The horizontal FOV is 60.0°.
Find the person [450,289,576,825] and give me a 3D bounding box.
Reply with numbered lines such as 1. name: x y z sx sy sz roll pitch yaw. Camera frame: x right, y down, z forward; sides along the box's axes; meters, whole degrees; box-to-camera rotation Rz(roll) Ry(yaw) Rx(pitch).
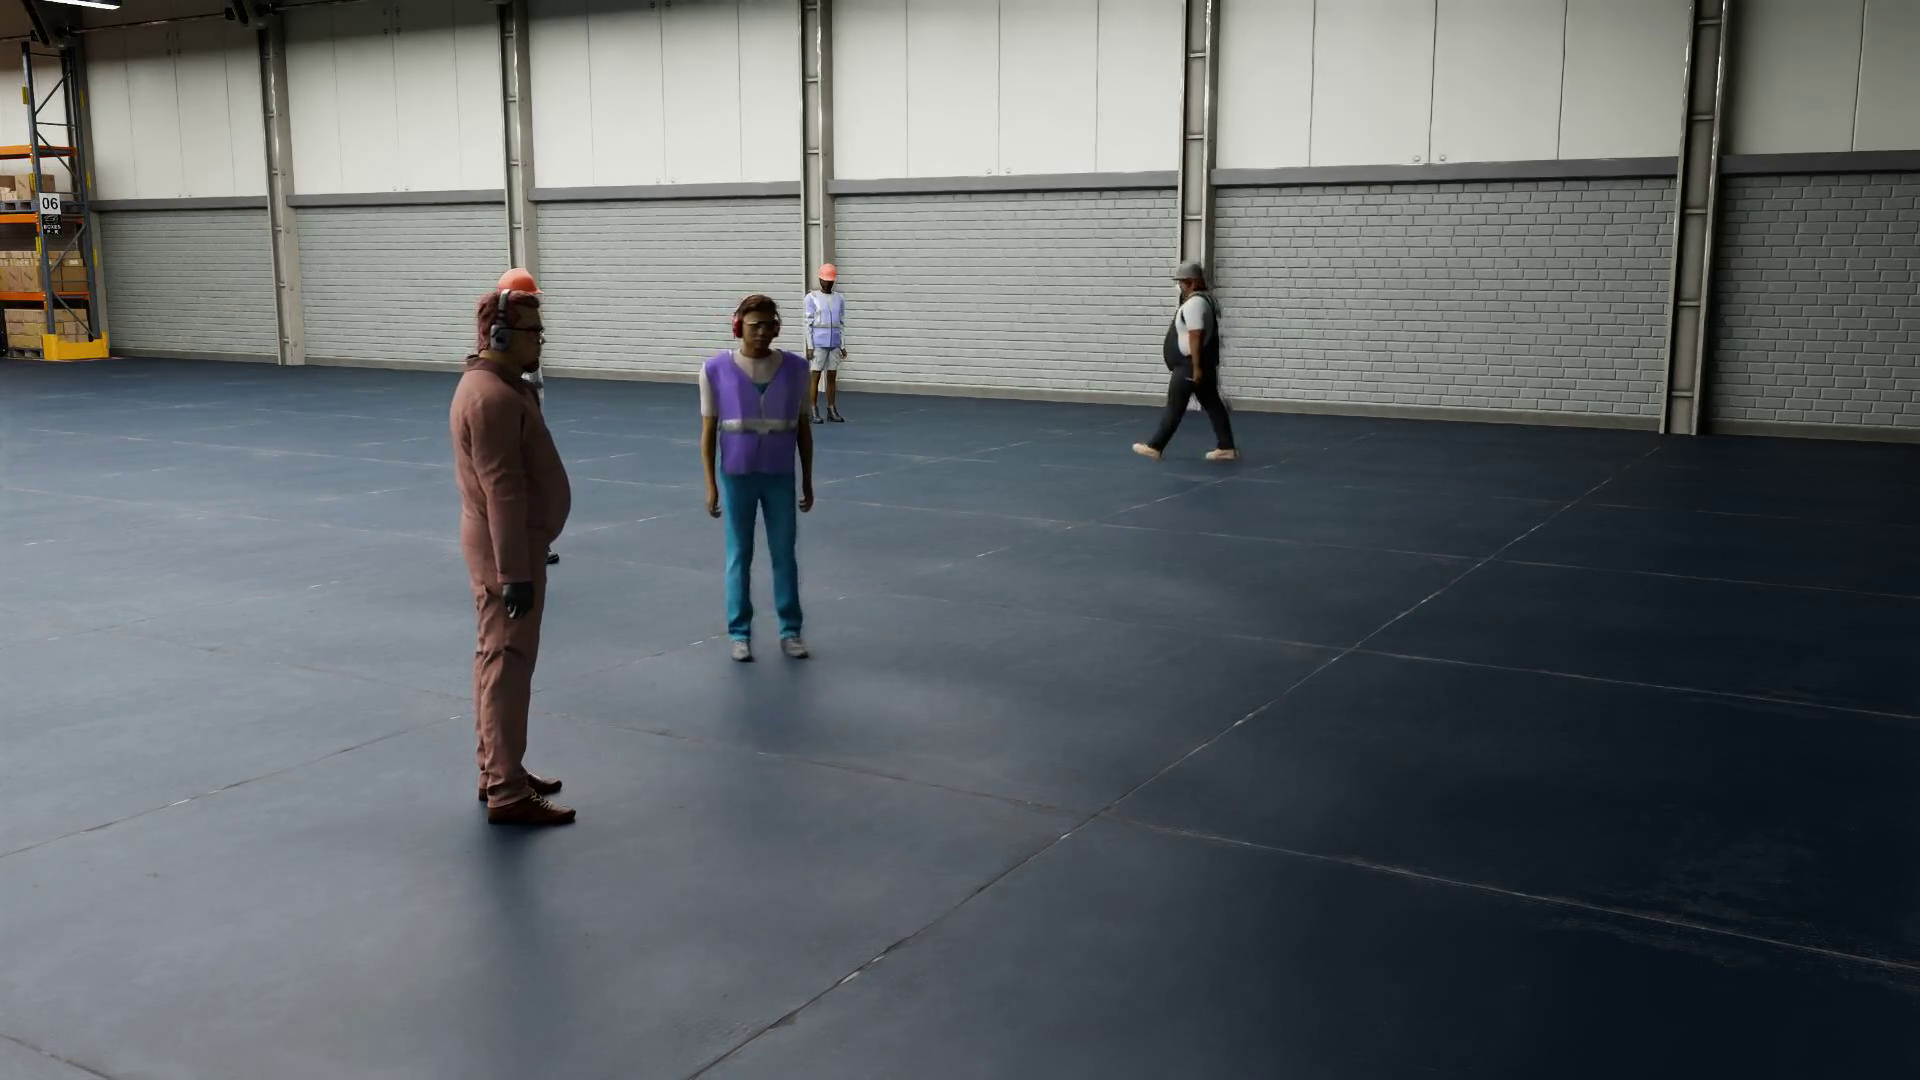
1. person: -1.598 0.060 5.989 0.403 1.904 0.651 -3 10 -19

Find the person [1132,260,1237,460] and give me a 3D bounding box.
1. person: 2.292 -1.803 16.497 1.037 2.000 0.696 4 10 22

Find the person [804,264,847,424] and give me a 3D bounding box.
1. person: -1.615 -2.376 20.176 0.542 1.929 0.374 -6 12 -33

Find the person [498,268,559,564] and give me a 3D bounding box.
1. person: -2.881 -0.809 10.964 0.343 1.942 0.548 -4 10 -21

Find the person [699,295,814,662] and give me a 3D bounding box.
1. person: -1.018 -0.305 8.350 0.564 1.834 0.407 -3 10 -19
